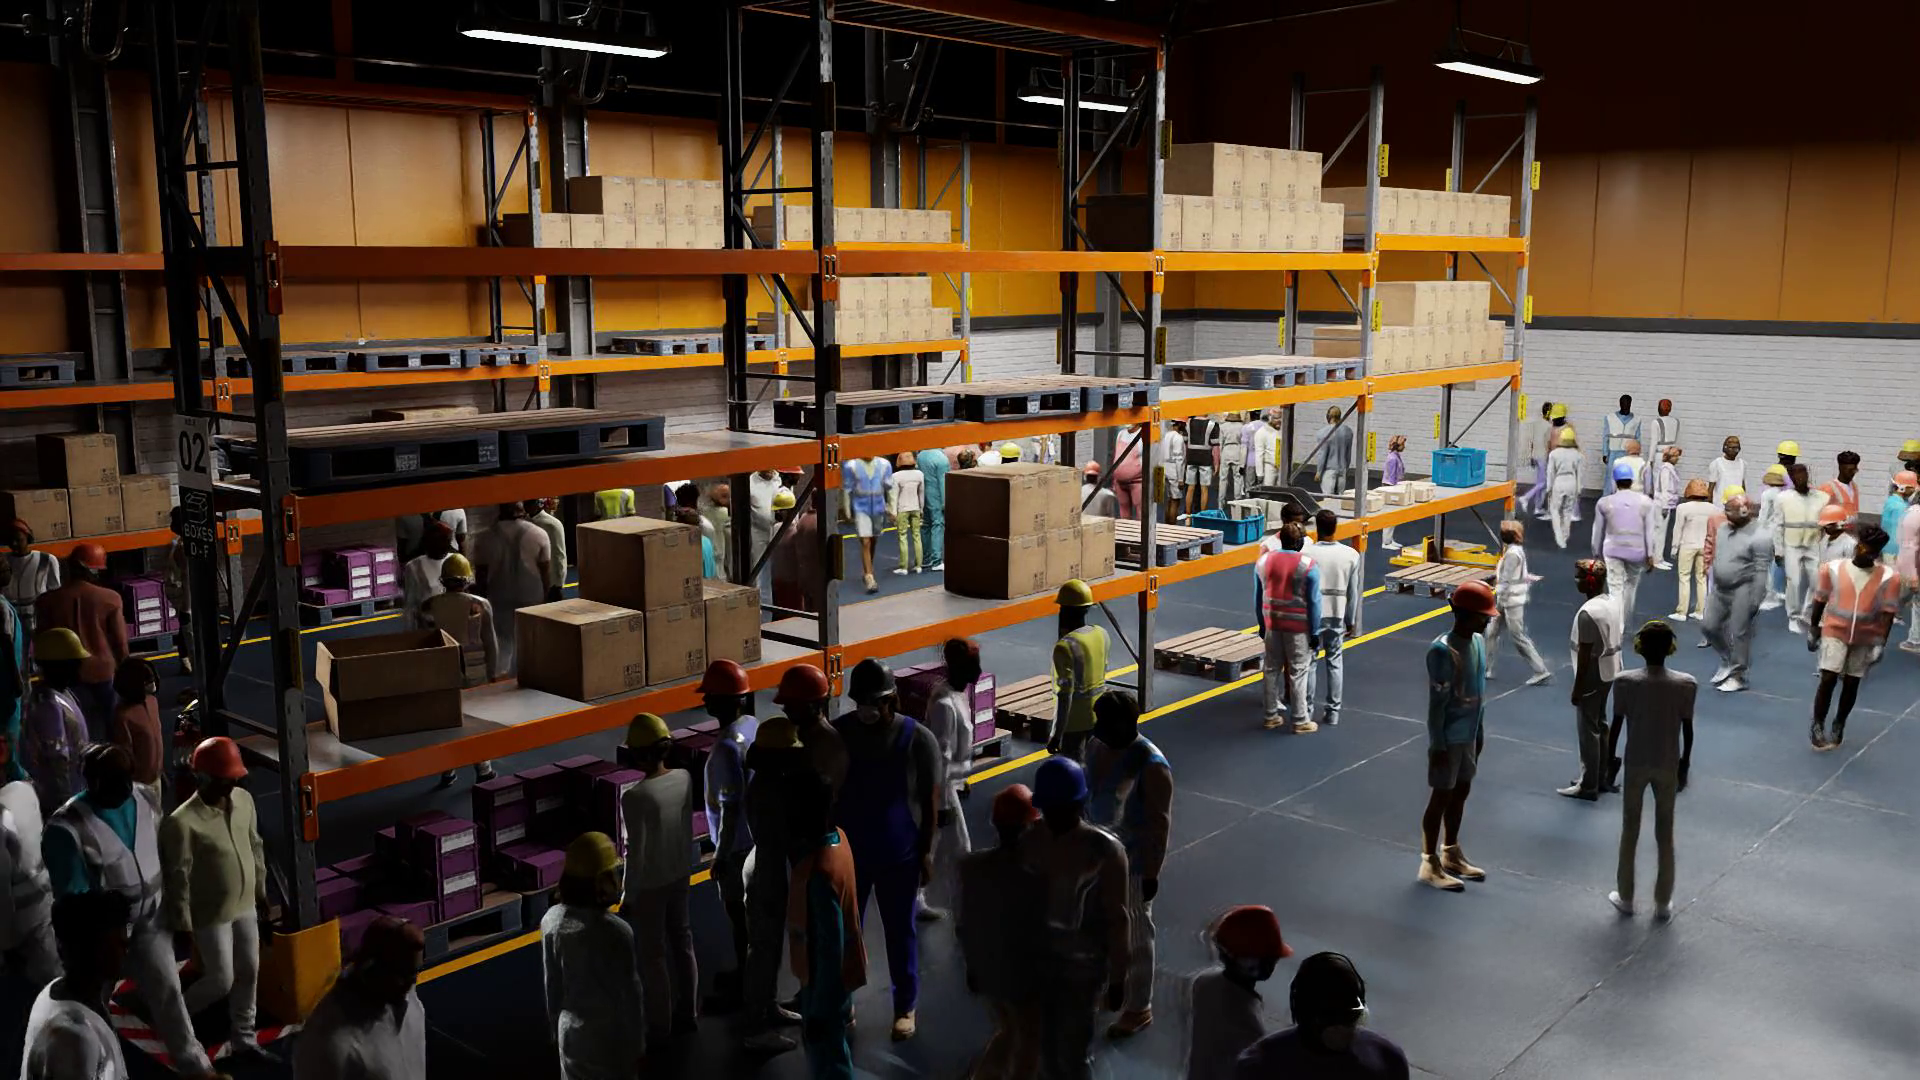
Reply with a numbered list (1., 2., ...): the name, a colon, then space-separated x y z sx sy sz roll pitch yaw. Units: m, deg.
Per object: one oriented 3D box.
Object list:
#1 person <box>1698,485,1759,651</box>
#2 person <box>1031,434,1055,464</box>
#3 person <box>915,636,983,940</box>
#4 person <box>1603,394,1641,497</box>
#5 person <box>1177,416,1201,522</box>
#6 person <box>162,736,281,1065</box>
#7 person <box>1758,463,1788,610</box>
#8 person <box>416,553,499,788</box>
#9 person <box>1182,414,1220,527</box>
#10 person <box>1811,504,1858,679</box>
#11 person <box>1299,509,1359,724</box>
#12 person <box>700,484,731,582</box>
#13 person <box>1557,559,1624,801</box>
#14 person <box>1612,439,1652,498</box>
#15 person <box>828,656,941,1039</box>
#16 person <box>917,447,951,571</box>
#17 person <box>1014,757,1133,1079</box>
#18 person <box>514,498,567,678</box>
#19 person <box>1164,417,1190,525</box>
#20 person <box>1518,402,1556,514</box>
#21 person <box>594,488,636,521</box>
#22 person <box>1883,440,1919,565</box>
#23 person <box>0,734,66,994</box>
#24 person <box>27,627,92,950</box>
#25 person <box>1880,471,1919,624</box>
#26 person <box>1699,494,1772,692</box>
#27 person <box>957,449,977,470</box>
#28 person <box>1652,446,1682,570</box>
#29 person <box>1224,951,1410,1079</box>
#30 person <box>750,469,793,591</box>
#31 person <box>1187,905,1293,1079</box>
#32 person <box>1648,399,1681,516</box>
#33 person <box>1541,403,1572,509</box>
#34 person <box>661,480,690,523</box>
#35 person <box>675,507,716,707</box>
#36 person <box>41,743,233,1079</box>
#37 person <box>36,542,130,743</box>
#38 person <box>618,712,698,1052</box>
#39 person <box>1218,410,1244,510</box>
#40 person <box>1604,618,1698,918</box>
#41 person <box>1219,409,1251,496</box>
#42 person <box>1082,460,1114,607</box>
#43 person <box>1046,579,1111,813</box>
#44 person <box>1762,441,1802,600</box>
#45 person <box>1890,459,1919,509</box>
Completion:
1. person: 8.038 0.290 17.398 0.523 1.760 0.327 7 12 37
2. person: 1.338 -1.369 27.070 0.387 1.838 0.562 -1 10 -8
3. person: -0.063 1.487 10.002 0.653 1.858 0.585 1 10 3
4. person: 10.823 -1.432 27.238 0.592 1.915 0.403 1 10 7
5. person: 3.604 -1.234 25.994 0.368 1.924 0.594 -4 10 -21
6. person: -3.748 1.820 8.362 0.499 1.727 0.569 3 10 17
7. person: 9.547 -0.037 19.505 0.534 1.709 0.490 -7 12 -34
8. person: -3.866 1.010 12.873 0.600 1.831 0.404 -1 10 -4
9. person: 3.687 -1.196 25.466 0.613 2.033 0.411 5 11 28
10. person: 8.545 0.508 16.202 0.481 1.720 0.570 0 10 3
11. person: 3.195 0.684 14.614 0.594 1.909 0.407 -1 10 -7
12. person: -2.672 0.165 18.681 0.503 1.578 0.858 4 10 21
13. person: 4.811 1.055 12.608 0.392 1.836 0.561 7 12 35
14. person: 9.310 -0.594 23.079 0.520 1.621 0.476 5 11 28
15. person: -0.460 1.606 8.698 0.672 2.000 0.536 2 10 11
16. person: -0.303 -0.539 21.938 0.399 1.900 0.644 -6 11 -30
17. person: 0.436 1.883 7.385 0.631 1.930 0.467 8 12 39
18. person: -4.063 0.407 15.991 0.623 1.992 0.392 5 11 30
19. person: 3.167 -0.946 24.292 0.387 1.926 0.548 -2 10 -10
20. person: 9.258 -1.294 26.622 0.635 1.845 0.506 -3 10 -15
21. person: -4.091 -0.088 19.833 0.558 1.677 0.512 2 10 10
22. person: 12.431 -0.452 21.869 0.320 1.742 0.492 -4 10 -24
23. person: -4.719 1.818 8.058 0.995 1.832 0.579 -1 10 -4
24. person: -5.302 1.463 9.888 0.371 1.925 0.595 -5 11 -27
25. person: 10.554 0.079 18.721 0.352 1.738 0.573 4 10 23
26. person: 7.325 0.499 15.746 0.429 1.887 0.673 -3 10 -18
27. person: 0.048 -0.169 19.913 0.342 1.838 0.503 -4 10 -21
28. person: 9.366 -0.432 22.068 0.315 1.636 0.515 5 11 28
29. person: 1.135 2.228 5.289 0.632 1.940 0.372 -3 10 -17
30. person: -2.216 -0.083 19.214 0.647 1.900 0.400 -3 10 -16
31. person: 1.072 2.185 6.237 0.915 1.697 0.590 -1 10 -6
32. person: 11.255 -1.321 26.635 0.583 1.882 0.337 -4 10 -23
33. person: 9.827 -1.386 27.421 0.533 1.757 0.336 8 12 39
34. person: -3.319 -0.118 19.597 0.382 1.839 0.570 2 10 13
35. person: -2.403 0.613 15.215 0.373 1.840 0.570 1 10 8
36. person: -3.952 1.851 7.933 0.906 1.799 0.648 5 11 28
37. person: -6.635 0.995 12.627 0.629 1.944 0.677 -4 10 -24
38. person: -1.584 1.757 8.621 0.324 1.765 0.534 5 11 28
39. person: 4.463 -1.354 27.294 0.485 1.735 0.344 2 10 12
40. person: 4.294 1.418 10.380 0.500 1.858 0.346 3 10 18
41. person: 4.774 -1.709 28.880 0.583 1.918 0.403 -1 10 -4
42. person: 1.531 -0.077 19.645 0.597 1.732 0.432 -1 10 -5
43. person: 0.787 1.219 11.344 0.370 1.928 0.585 7 12 35
44. person: 9.903 -0.241 20.093 0.412 1.918 0.591 -1 10 -3
45. person: 11.659 -0.170 20.384 0.535 1.675 0.715 7 12 37
